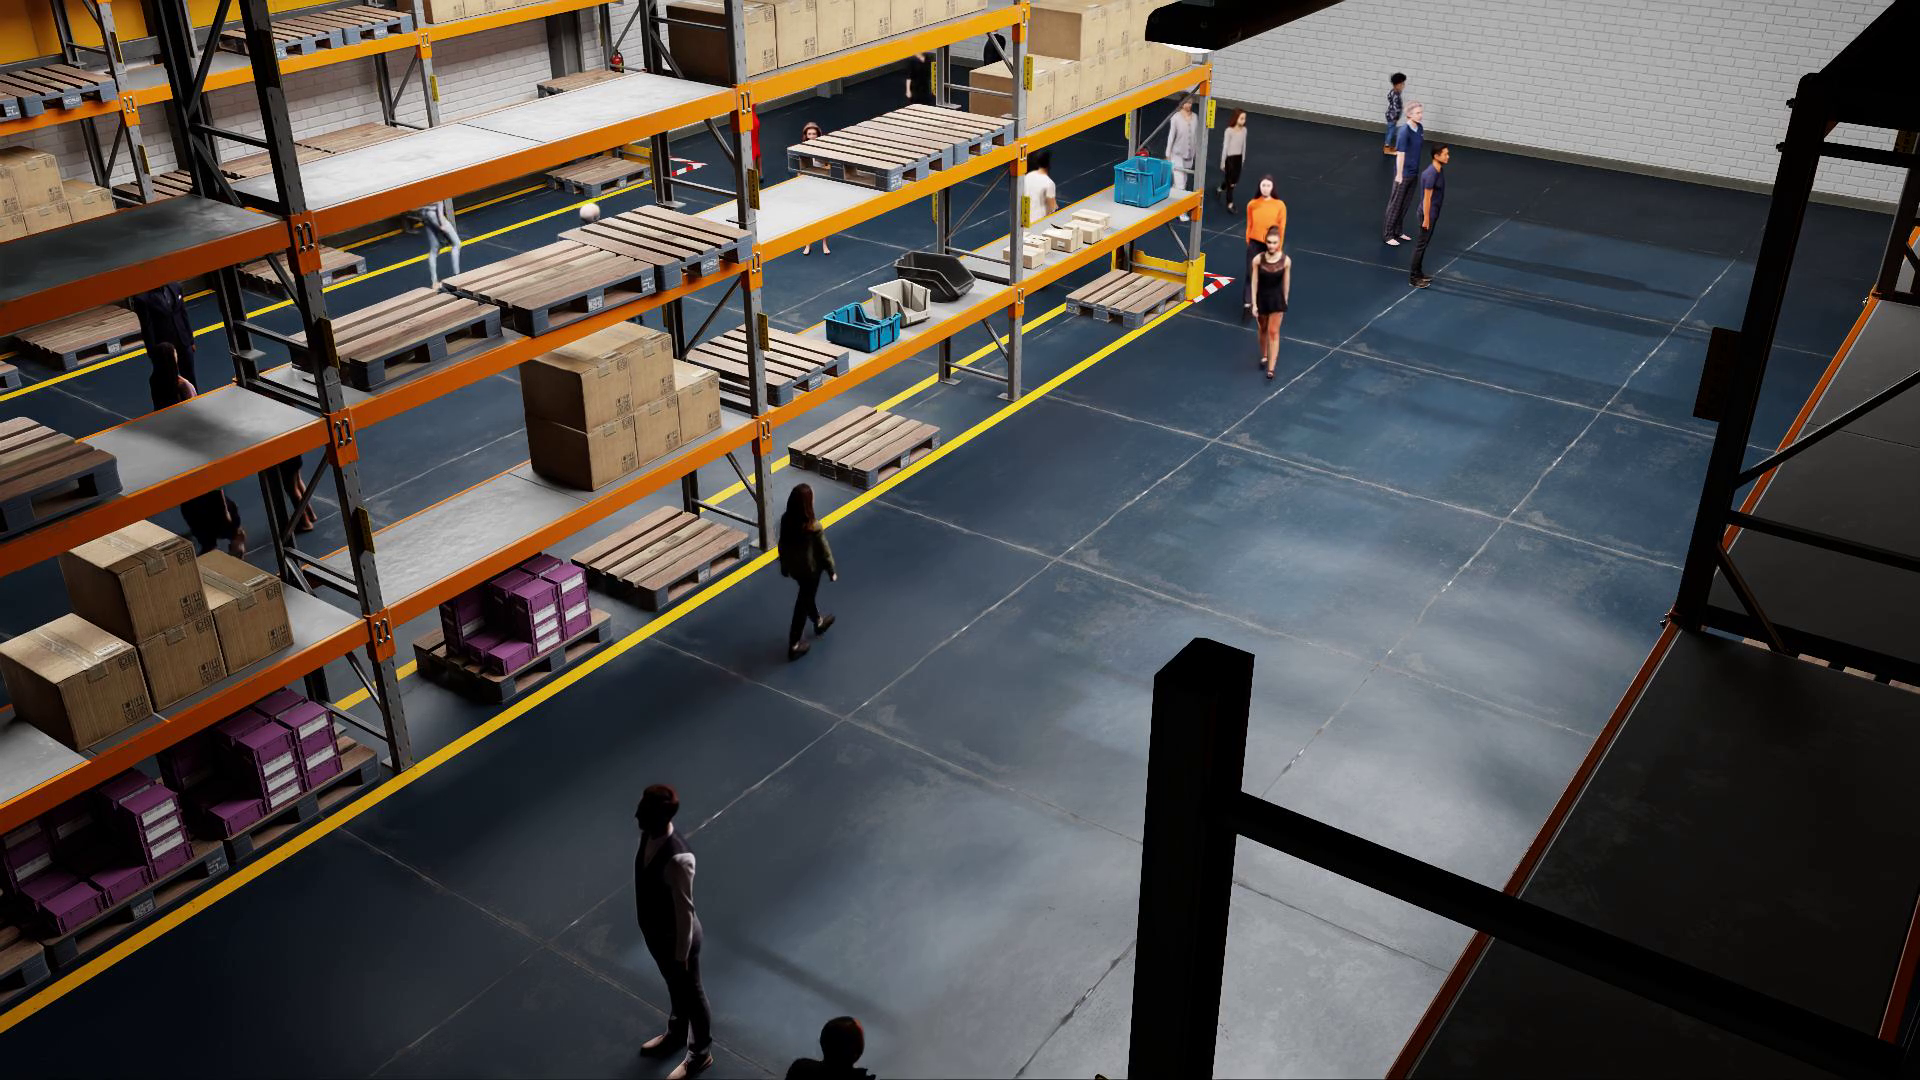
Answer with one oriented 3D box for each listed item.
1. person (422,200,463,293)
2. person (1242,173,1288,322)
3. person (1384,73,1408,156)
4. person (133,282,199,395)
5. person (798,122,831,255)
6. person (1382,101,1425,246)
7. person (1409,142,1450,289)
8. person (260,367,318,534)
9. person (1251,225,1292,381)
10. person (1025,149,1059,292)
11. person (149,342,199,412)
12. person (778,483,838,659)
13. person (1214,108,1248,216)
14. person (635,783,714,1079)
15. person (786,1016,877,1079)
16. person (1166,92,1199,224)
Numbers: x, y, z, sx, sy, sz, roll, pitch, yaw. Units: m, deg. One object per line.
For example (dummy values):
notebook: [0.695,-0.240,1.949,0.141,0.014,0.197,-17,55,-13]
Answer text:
person: [-6.454,-3.860,20.213,0.631,1.776,0.771,22,35,34]
person: [3.596,-3.455,19.541,0.840,1.709,1.152,9,30,16]
person: [6.756,-6.652,25.882,0.676,1.250,0.501,4,29,7]
person: [-7.909,-1.944,16.660,0.778,1.817,0.568,14,32,24]
person: [-1.872,-4.566,21.557,0.690,1.730,0.731,-2,29,-3]
person: [5.879,-4.848,21.926,0.757,1.871,0.540,25,38,38]
person: [5.778,-4.030,20.510,0.749,1.791,0.514,12,31,22]
person: [-6.010,-0.817,14.870,0.701,1.552,0.645,-6,29,-11]
person: [3.364,-2.625,18.088,0.807,1.645,1.096,7,29,13]
person: [0.903,-3.926,20.417,0.924,1.697,0.872,-14,32,-24]
person: [-6.878,-0.902,14.755,0.685,1.811,0.629,9,30,16]
person: [-1.263,0.271,12.982,0.610,1.450,0.835,20,35,32]
person: [3.747,-5.299,23.173,0.872,1.468,0.827,-15,32,-26]
person: [-1.572,2.118,9.085,0.706,1.938,0.733,-17,33,-28]
person: [-0.613,2.972,7.574,0.734,1.886,0.757,19,34,31]
person: [3.014,-5.284,22.858,1.014,1.745,0.956,-12,31,-21]
